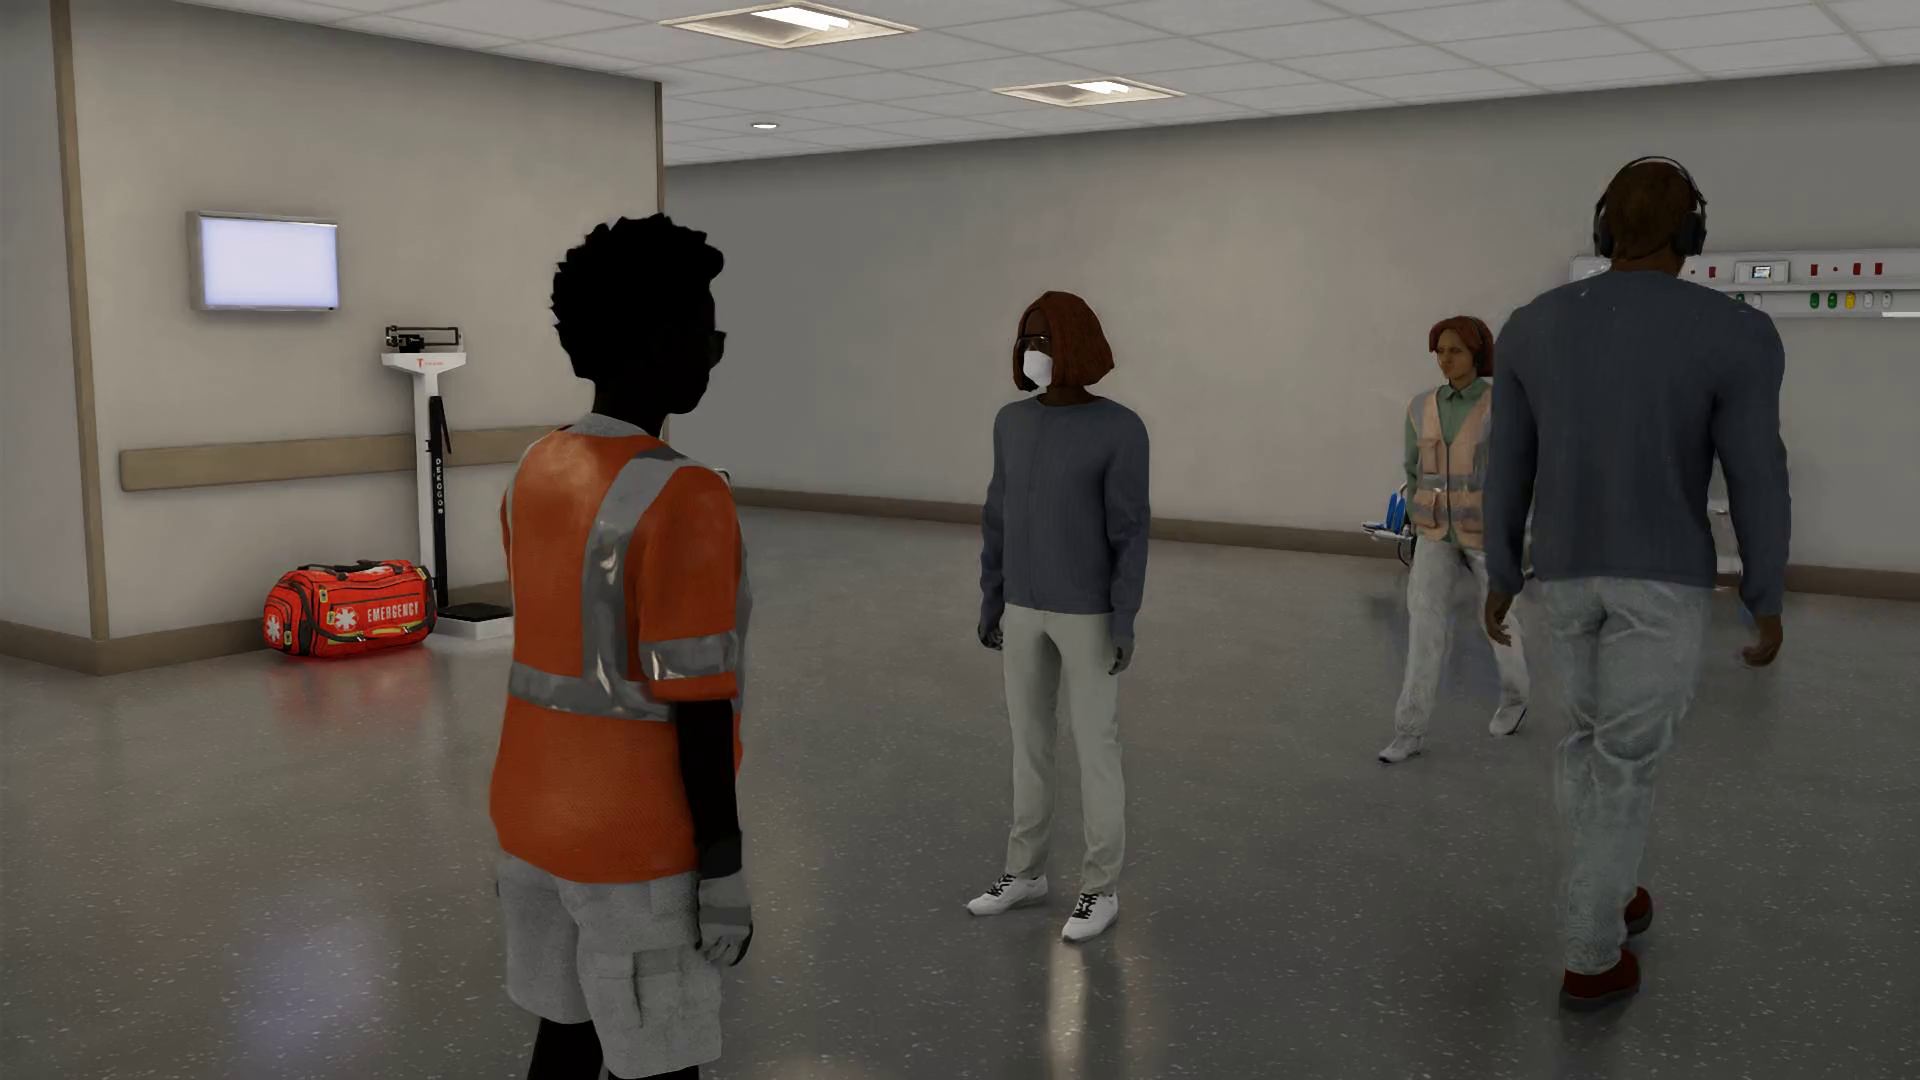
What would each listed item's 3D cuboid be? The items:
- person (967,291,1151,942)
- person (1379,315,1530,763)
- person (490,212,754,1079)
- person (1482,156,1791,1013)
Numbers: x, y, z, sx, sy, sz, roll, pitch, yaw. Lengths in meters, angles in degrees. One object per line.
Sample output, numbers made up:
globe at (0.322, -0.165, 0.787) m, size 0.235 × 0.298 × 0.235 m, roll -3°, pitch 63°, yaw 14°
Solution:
person at (0.250, 0.190, 4.241) m, size 0.498 × 1.634 × 0.279 m, roll 6°, pitch 9°, yaw 41°
person at (1.868, -0.019, 6.099) m, size 0.520 × 1.602 × 0.878 m, roll 7°, pitch 10°, yaw 43°
person at (-0.458, 0.407, 2.286) m, size 0.322 × 1.689 × 0.535 m, roll -6°, pitch 9°, yaw -38°
person at (1.617, 0.094, 3.883) m, size 0.801 × 1.914 × 0.655 m, roll -7°, pitch 10°, yaw -42°
